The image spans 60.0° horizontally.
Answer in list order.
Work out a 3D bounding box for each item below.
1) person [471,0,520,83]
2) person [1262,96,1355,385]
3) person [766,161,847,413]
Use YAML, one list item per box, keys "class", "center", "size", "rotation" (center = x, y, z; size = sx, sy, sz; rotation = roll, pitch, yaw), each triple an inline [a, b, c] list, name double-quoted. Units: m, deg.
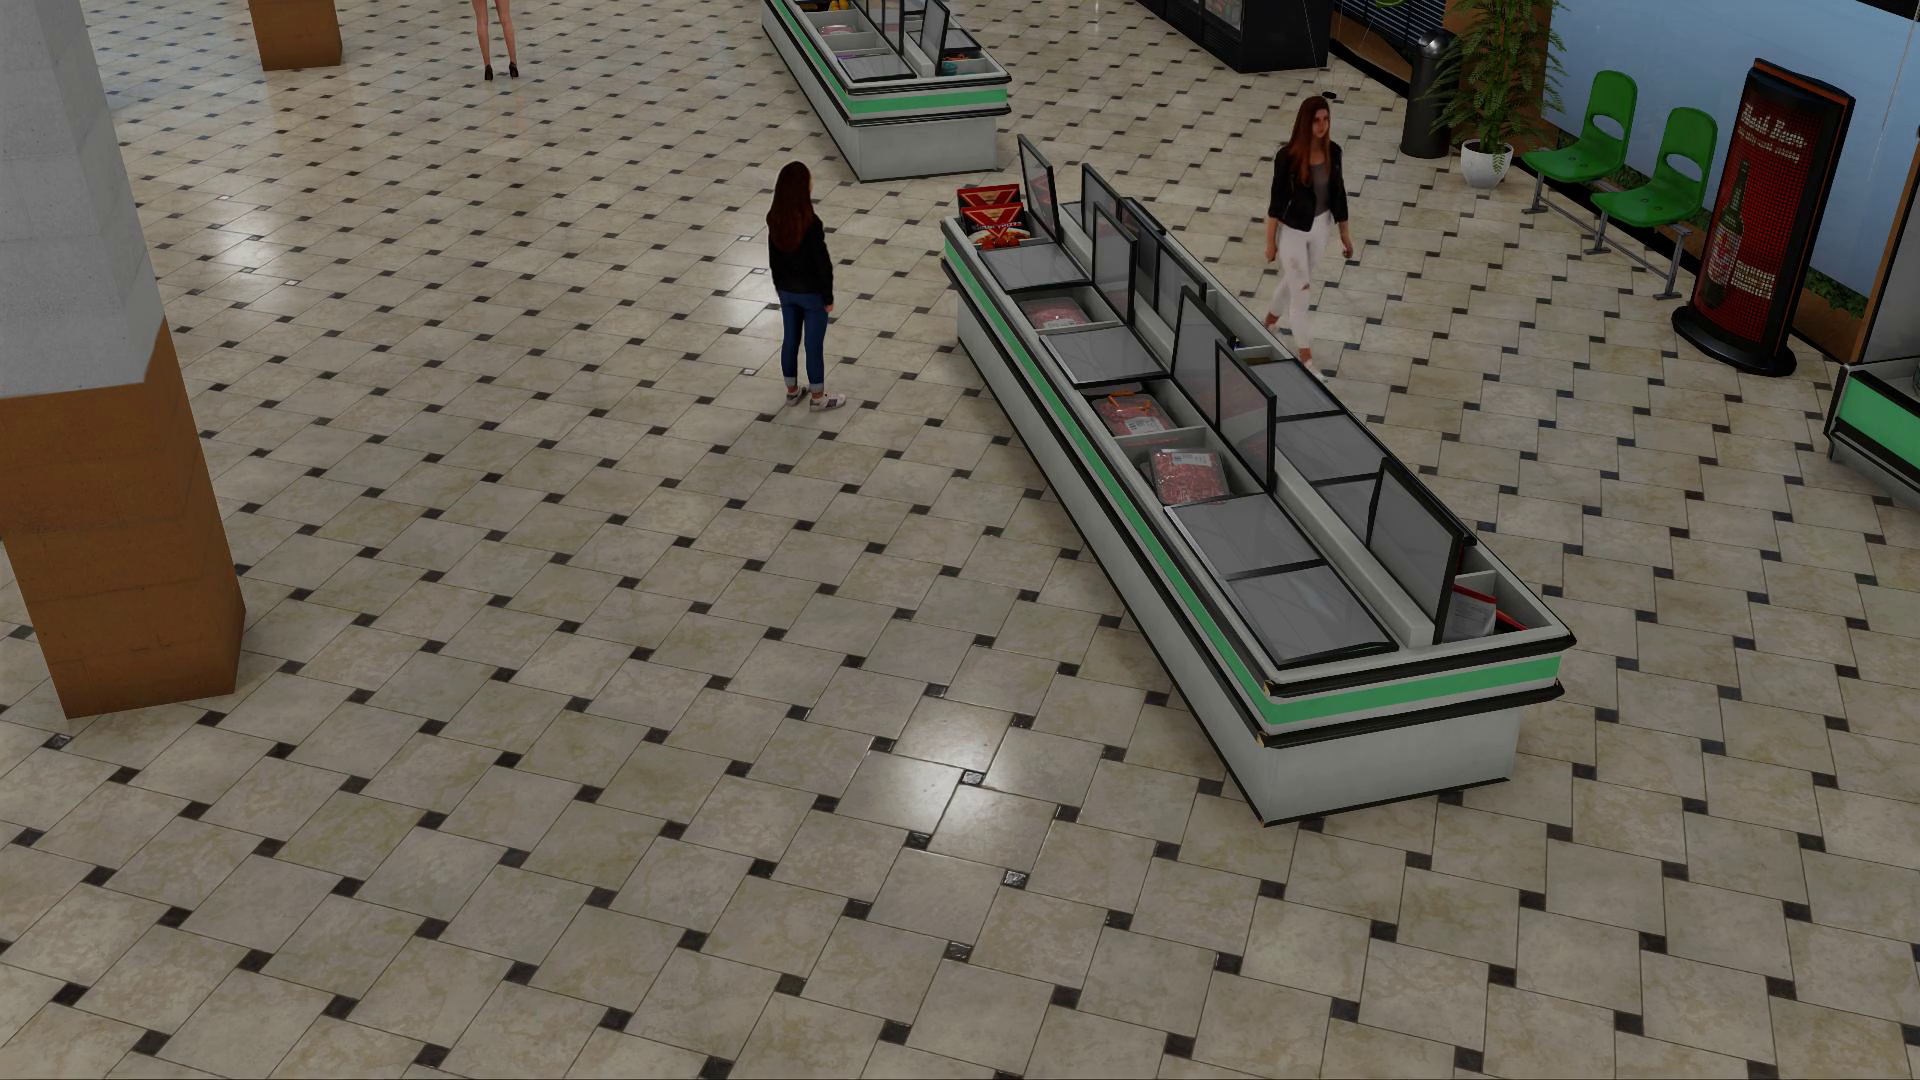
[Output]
- class: "person"
  center: [-4.274, -5.052, 15.016]
  size: [0.583, 1.768, 0.520]
  rotation: [-10, 33, -16]
- class: "person"
  center: [2.010, -1.825, 9.933]
  size: [0.710, 1.660, 1.127]
  rotation: [-12, 34, -19]
- class: "person"
  center: [-0.903, -1.437, 9.476]
  size: [0.634, 1.483, 0.700]
  rotation: [18, 36, 27]
